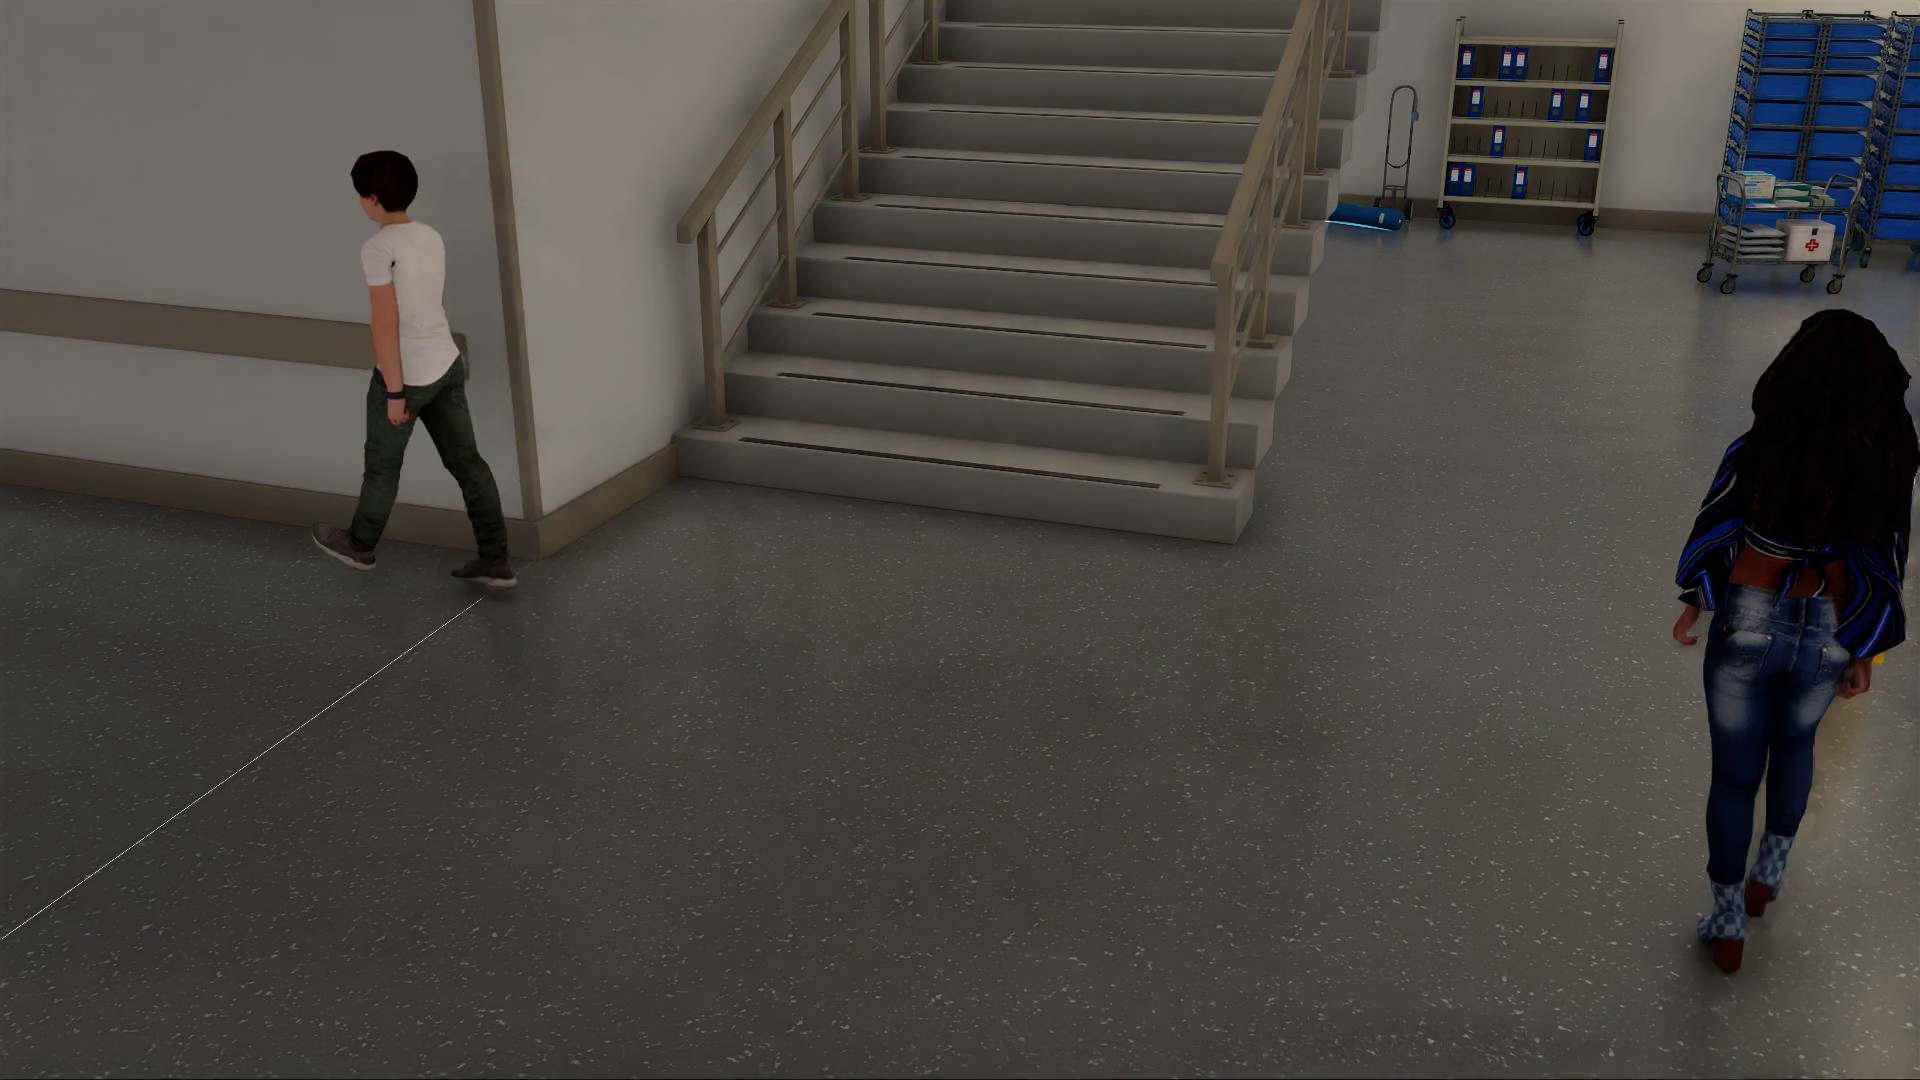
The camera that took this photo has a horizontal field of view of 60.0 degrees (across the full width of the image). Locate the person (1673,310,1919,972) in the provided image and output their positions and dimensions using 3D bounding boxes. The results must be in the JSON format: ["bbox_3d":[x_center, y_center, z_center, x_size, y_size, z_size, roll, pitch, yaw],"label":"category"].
[{"bbox_3d":[1.918,0.275,3.875,0.653,1.608,0.656,5,21,12],"label":"person"}]

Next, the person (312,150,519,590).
[{"bbox_3d":[-1.906,-0.564,6.081,0.686,1.614,1.017,8,22,20],"label":"person"}]
